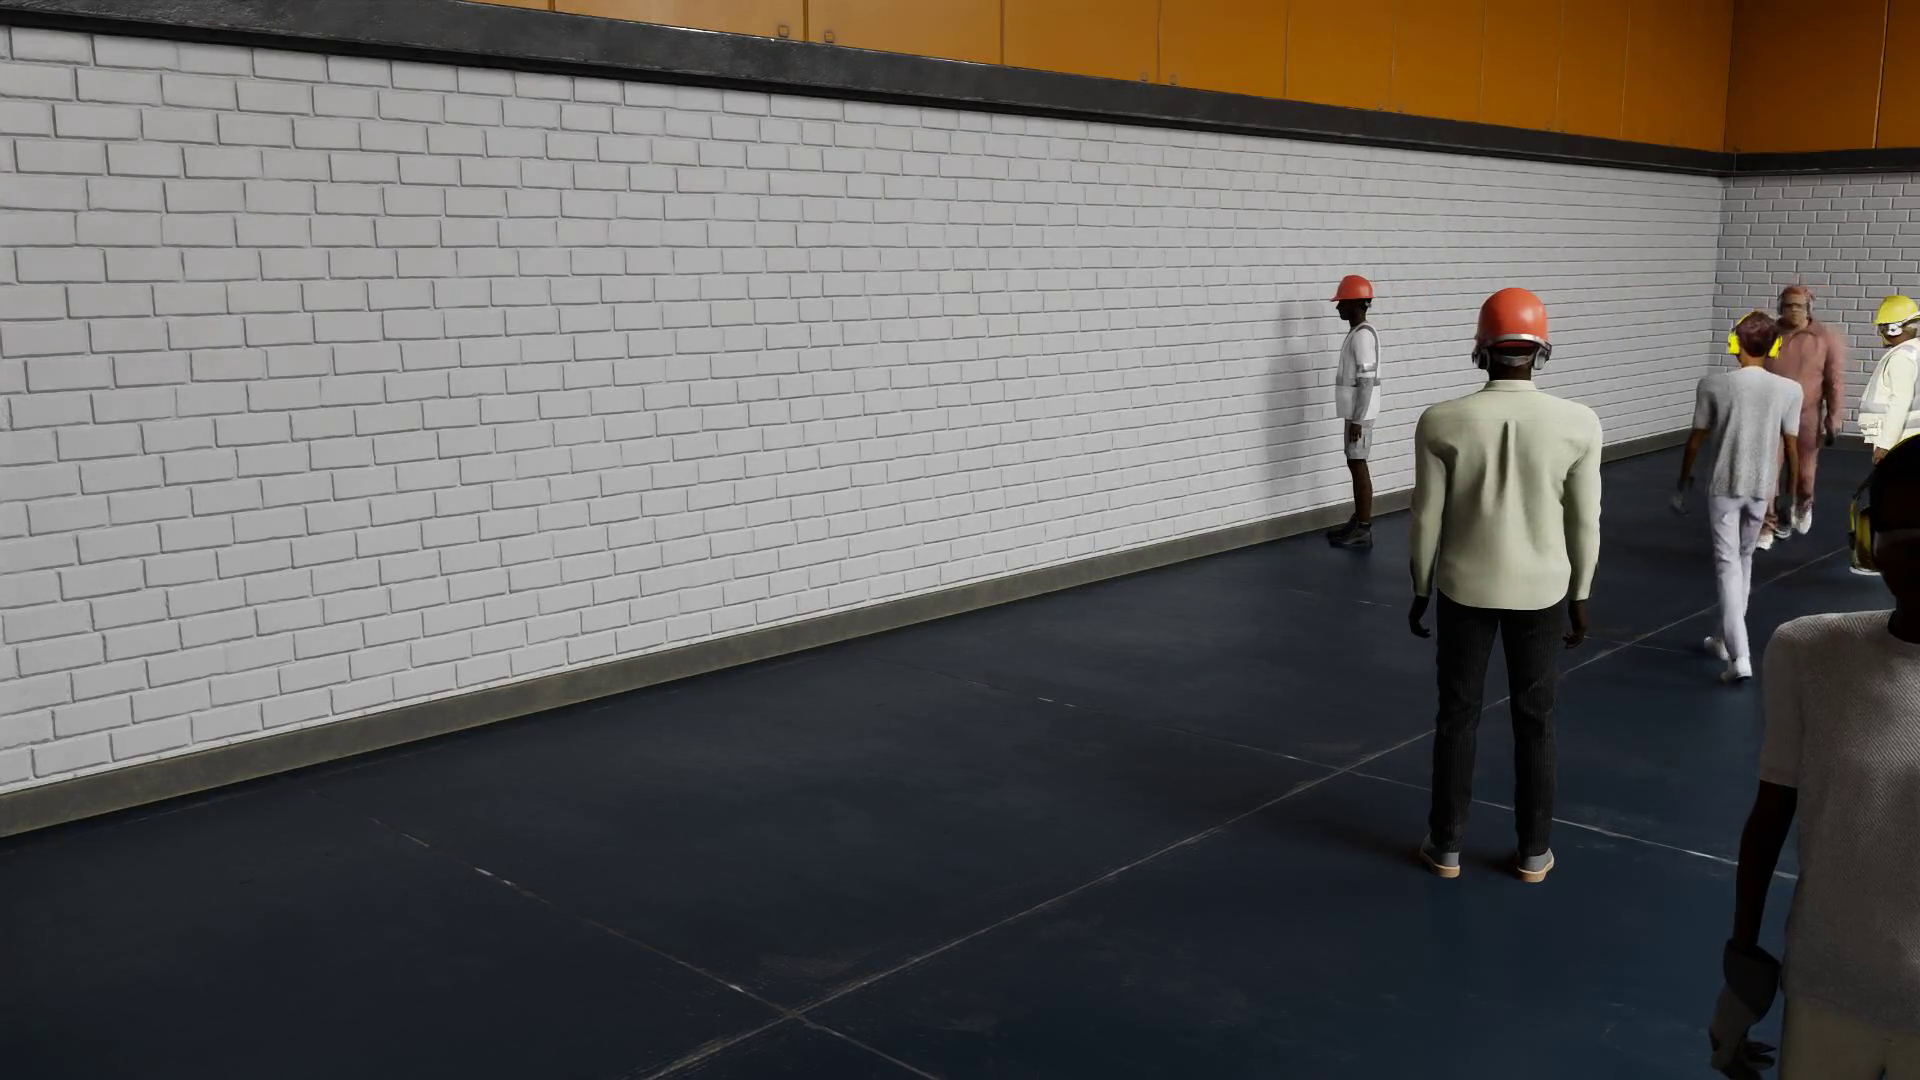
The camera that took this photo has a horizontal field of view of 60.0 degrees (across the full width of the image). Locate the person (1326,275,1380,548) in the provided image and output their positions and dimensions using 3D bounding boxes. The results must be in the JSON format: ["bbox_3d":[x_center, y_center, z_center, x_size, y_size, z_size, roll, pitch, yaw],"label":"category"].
[{"bbox_3d":[2.797,-0.911,11.862,0.375,1.935,0.551,2,10,10],"label":"person"}]

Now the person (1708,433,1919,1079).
[{"bbox_3d":[1.456,0.750,2.600,0.536,1.868,0.314,8,13,40],"label":"person"}]

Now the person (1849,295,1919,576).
[{"bbox_3d":[6.064,-0.673,10.834,0.403,1.823,0.586,8,13,37],"label":"person"}]

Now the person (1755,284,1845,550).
[{"bbox_3d":[5.965,-0.893,11.939,0.662,1.879,0.821,7,12,33],"label":"person"}]

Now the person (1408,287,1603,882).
[{"bbox_3d":[1.812,0.162,5.580,0.613,1.997,0.374,2,10,12],"label":"person"}]

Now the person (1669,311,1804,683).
[{"bbox_3d":[3.887,-0.219,8.286,0.522,1.826,0.963,1,10,6],"label":"person"}]
